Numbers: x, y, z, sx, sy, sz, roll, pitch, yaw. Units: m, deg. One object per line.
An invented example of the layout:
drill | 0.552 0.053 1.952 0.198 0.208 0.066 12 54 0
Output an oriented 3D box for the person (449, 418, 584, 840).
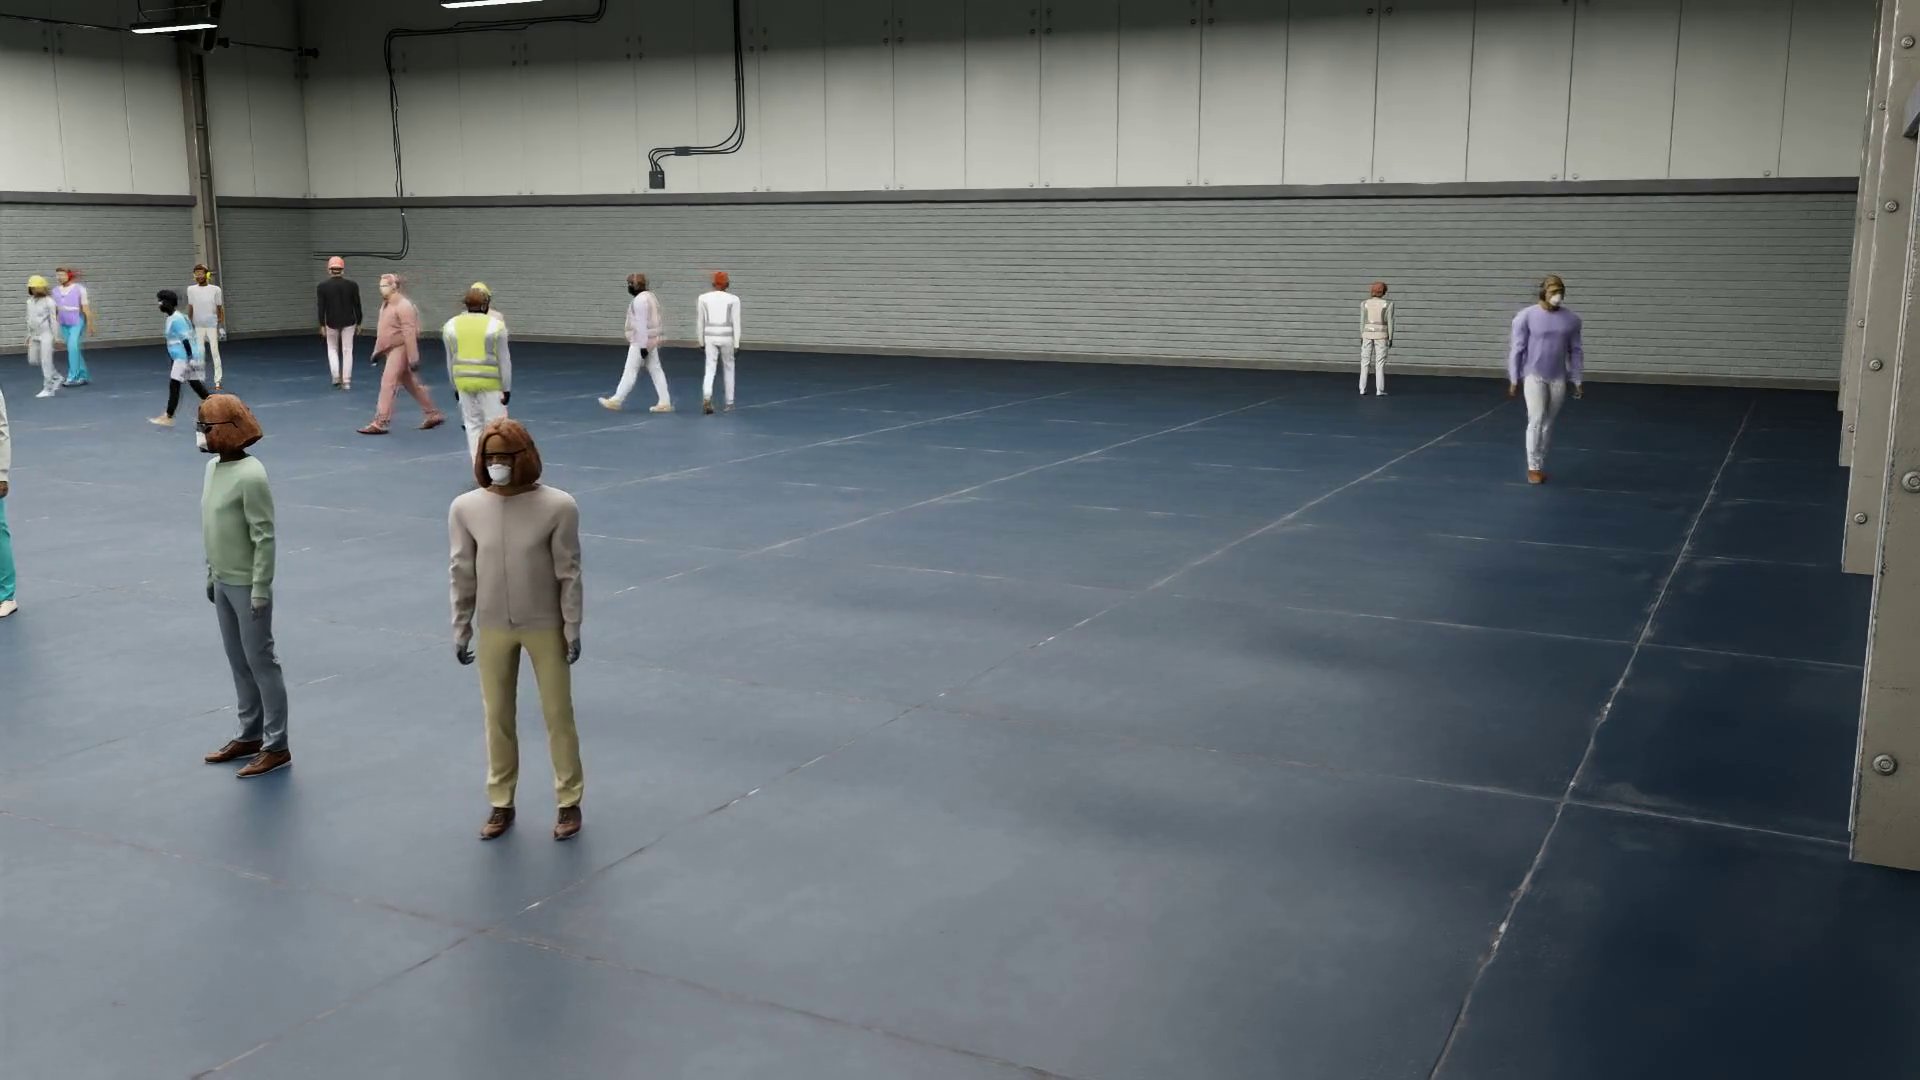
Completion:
person | -1.672 0.344 6.309 0.501 1.622 0.294 0 10 2

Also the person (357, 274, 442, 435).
person | -6.548 -2.170 19.403 1.034 1.858 0.638 -7 13 -34

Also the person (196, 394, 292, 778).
person | -3.088 0.190 7.119 0.507 1.633 0.276 10 14 42

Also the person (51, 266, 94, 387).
person | -13.539 -3.219 25.184 0.608 1.816 0.803 3 11 15

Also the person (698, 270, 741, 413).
person | -3.132 -2.571 21.582 0.574 1.861 0.838 0 10 1

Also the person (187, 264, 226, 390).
person | -11.226 -3.160 24.779 0.521 1.859 0.336 -1 10 -8

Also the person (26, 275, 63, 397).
person | -13.097 -2.919 23.786 0.500 1.730 0.458 4 11 20

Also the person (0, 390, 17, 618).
person | -5.942 -0.396 9.964 0.525 1.765 0.329 2 11 11

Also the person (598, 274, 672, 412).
person | -4.214 -2.543 21.585 0.958 1.792 0.664 1 10 3

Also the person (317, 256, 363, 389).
person | -9.323 -3.272 25.049 0.640 1.973 0.577 -4 11 -22

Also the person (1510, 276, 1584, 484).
person | 5.444 -1.464 15.342 0.653 1.913 0.754 -1 10 -3

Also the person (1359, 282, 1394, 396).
person | 5.972 -2.880 23.863 0.510 1.634 0.312 7 12 33

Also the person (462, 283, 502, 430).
person | -5.595 -2.125 19.441 0.553 1.728 0.855 1 10 5

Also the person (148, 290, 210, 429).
person | -9.269 -2.147 19.780 0.873 1.641 0.556 -5 12 -27

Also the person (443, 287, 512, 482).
person | -4.449 -1.413 15.364 0.628 1.826 0.553 1 10 4
